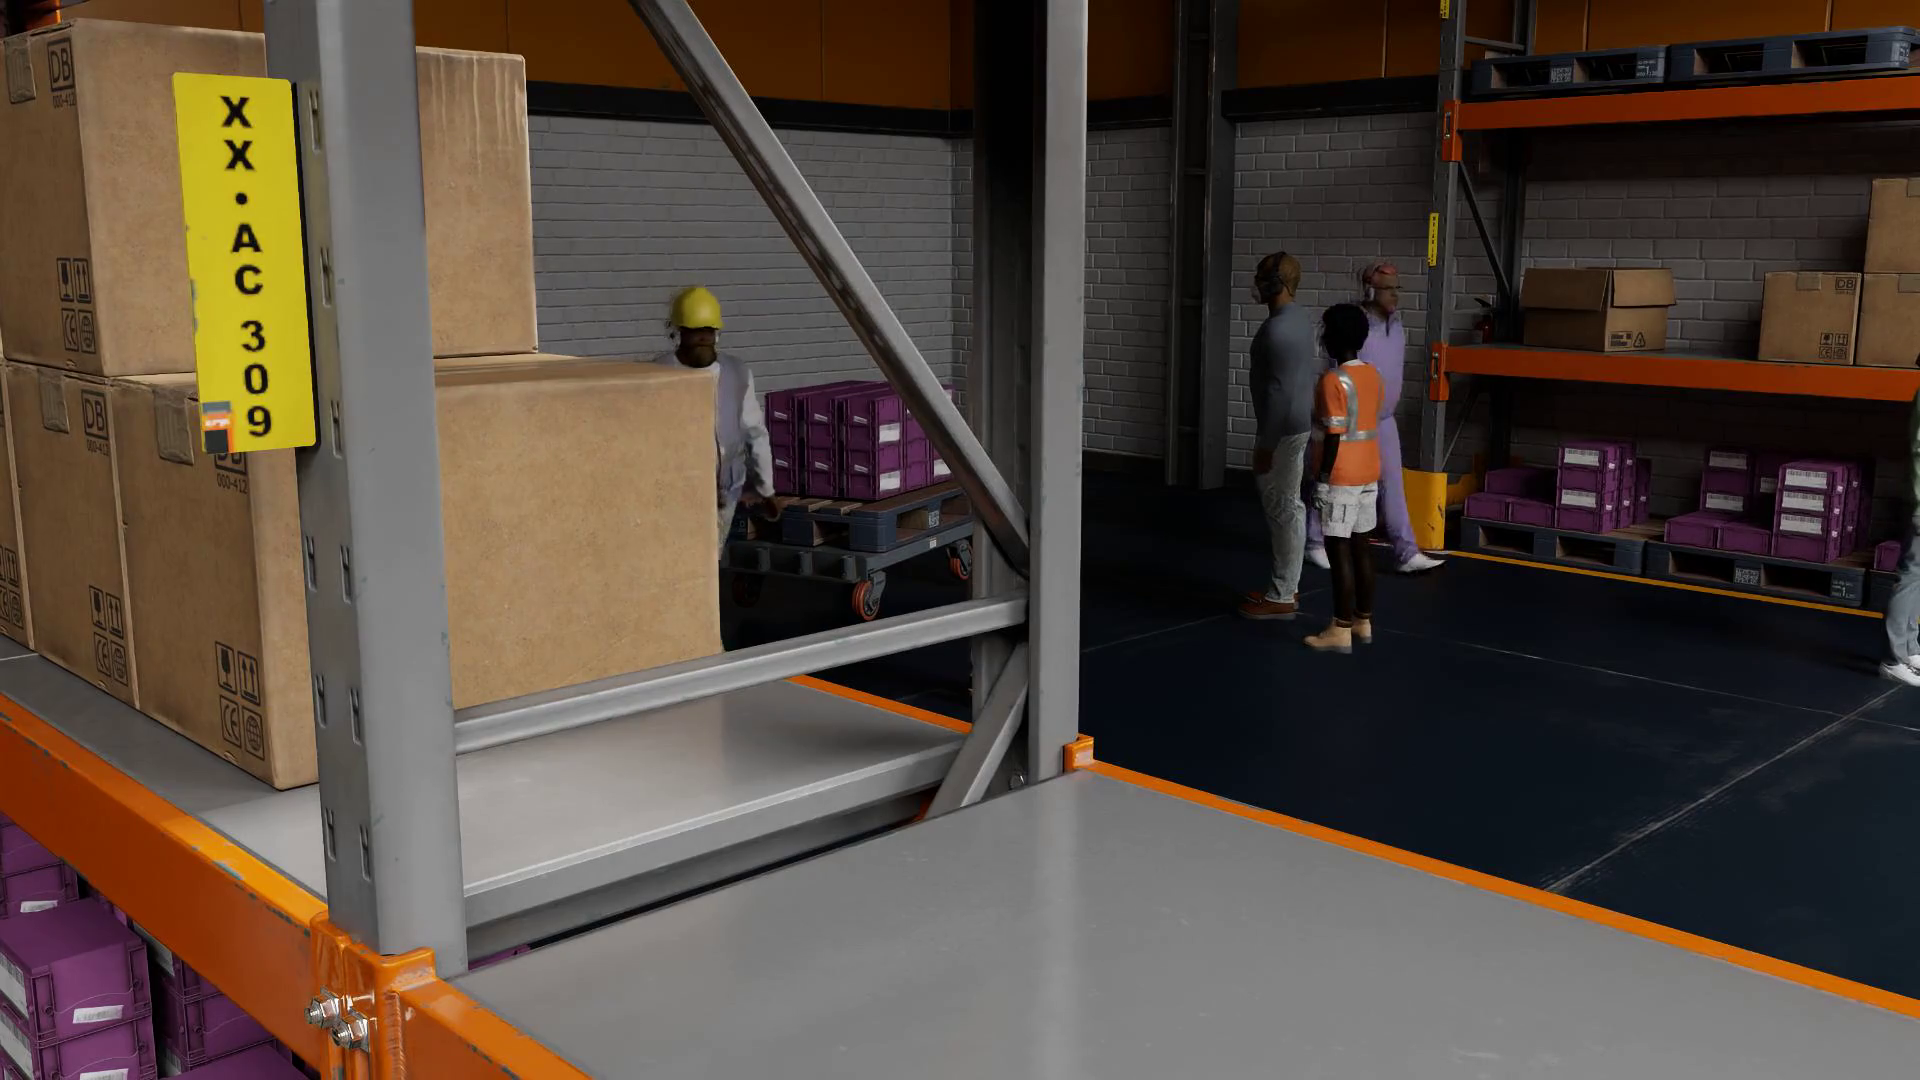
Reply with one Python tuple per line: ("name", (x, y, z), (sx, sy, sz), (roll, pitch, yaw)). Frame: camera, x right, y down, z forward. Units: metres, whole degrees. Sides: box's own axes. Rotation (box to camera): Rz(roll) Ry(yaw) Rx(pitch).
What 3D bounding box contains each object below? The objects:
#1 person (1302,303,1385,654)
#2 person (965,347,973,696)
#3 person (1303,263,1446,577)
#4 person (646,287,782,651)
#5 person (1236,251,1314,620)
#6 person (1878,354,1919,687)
("person", (1.872, -0.300, 8.114), (0.317, 1.696, 0.540), (8, 13, 37))
("person", (0.182, -0.208, 7.111), (0.354, 1.883, 0.573), (-1, 10, -8))
("person", (2.432, -0.693, 9.835), (0.656, 1.850, 0.992), (-8, 13, -37))
("person", (-1.114, -0.221, 7.419), (0.611, 1.782, 0.902), (-8, 13, -36))
("person", (1.680, -0.546, 8.798), (0.371, 1.940, 0.627), (4, 11, 20))
("person", (4.406, -0.161, 7.533), (0.266, 1.631, 0.507), (10, 14, 43))
